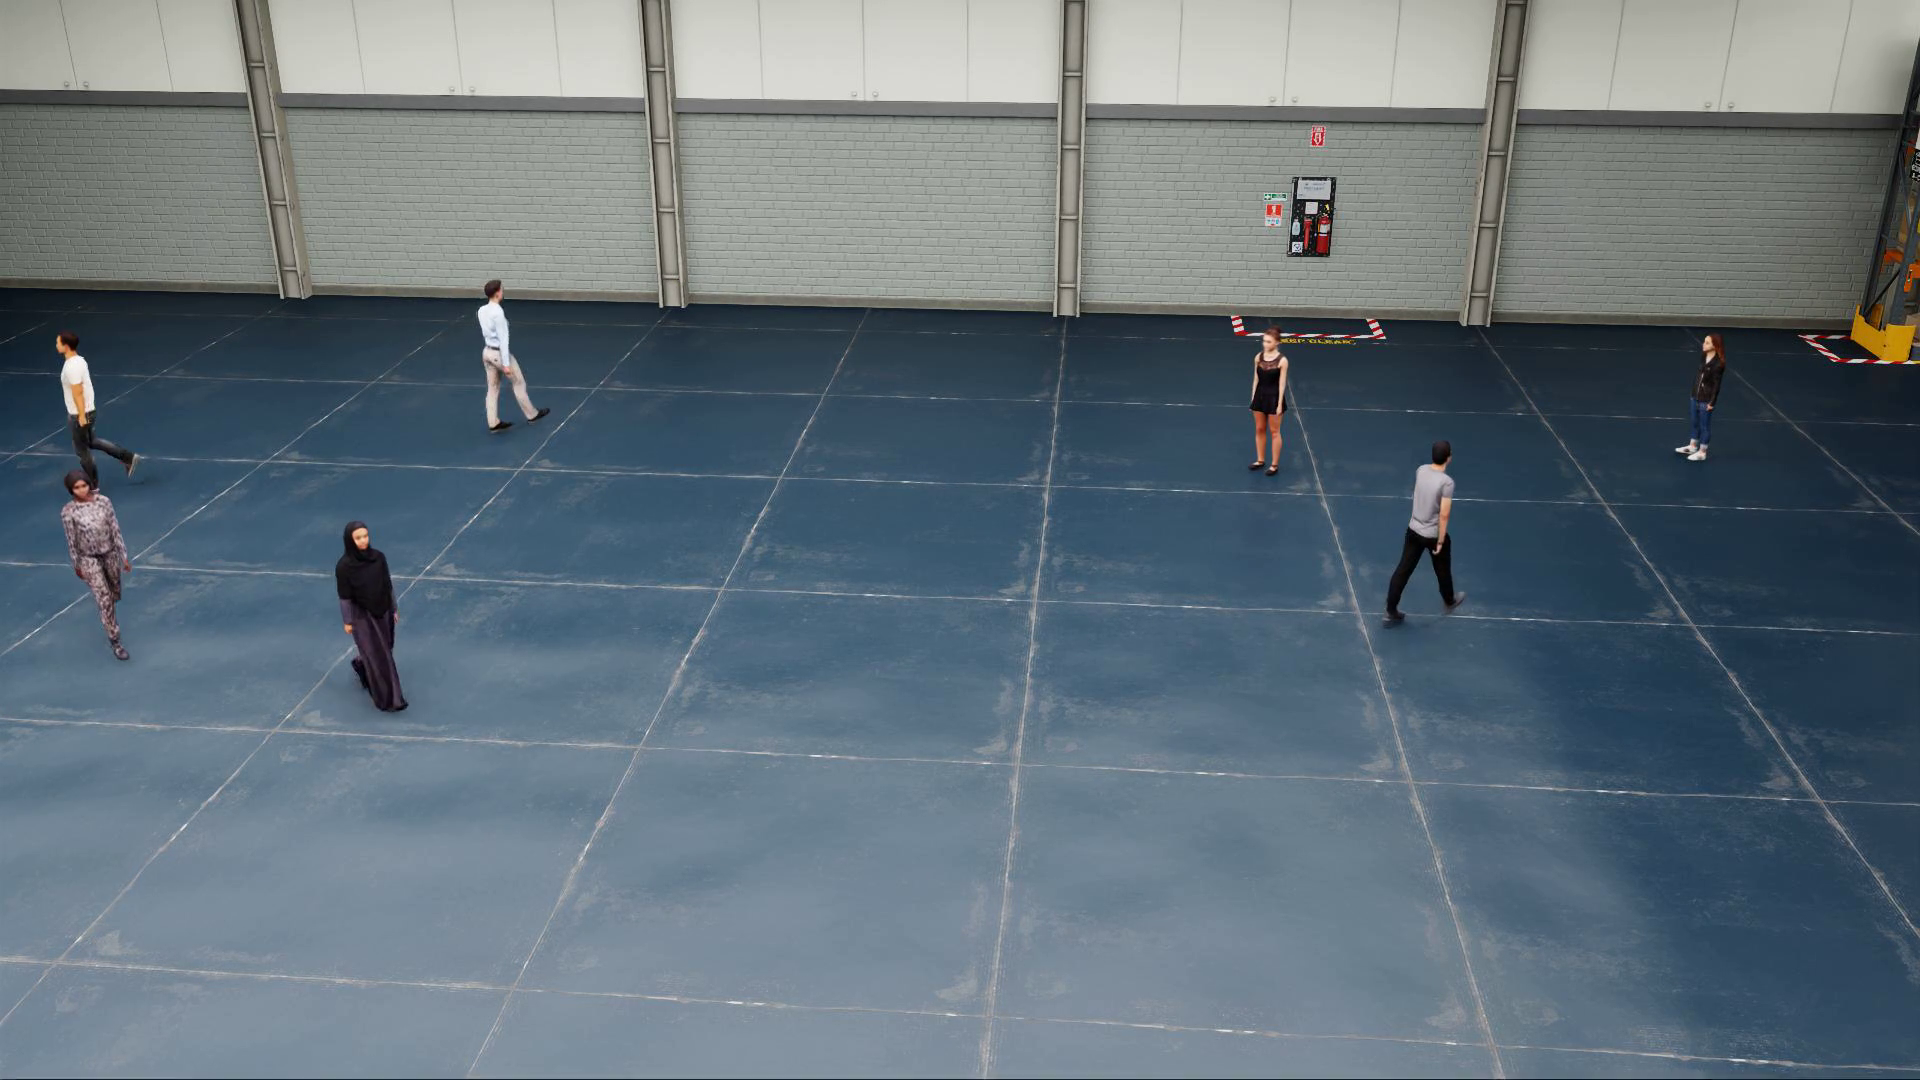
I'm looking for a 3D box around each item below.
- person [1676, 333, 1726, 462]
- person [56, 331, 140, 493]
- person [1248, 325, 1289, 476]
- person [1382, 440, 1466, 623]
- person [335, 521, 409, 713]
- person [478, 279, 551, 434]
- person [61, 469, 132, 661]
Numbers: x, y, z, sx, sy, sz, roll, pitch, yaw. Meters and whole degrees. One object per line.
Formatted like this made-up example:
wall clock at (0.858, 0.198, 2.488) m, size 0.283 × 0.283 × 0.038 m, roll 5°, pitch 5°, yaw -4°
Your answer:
person at (8.494, -1.642, 18.959) m, size 0.562 × 1.483 × 0.606 m, roll -3°, pitch 23°, yaw -7°
person at (-9.391, -1.389, 17.975) m, size 1.064 × 1.788 × 0.892 m, roll -9°, pitch 25°, yaw -20°
person at (3.451, -1.571, 18.538) m, size 0.674 × 1.681 × 0.750 m, roll 20°, pitch 30°, yaw 39°
person at (4.122, -0.035, 14.890) m, size 1.209 × 1.710 × 1.103 m, roll -16°, pitch 28°, yaw -33°
person at (-4.853, 0.584, 13.581) m, size 1.132 × 1.594 × 0.999 m, roll 19°, pitch 30°, yaw 38°
person at (-5.528, -2.133, 19.692) m, size 1.100 × 1.812 × 1.080 m, roll 18°, pitch 29°, yaw 35°
person at (-7.484, 0.170, 14.435) m, size 1.023 × 1.689 × 1.114 m, roll -20°, pitch 30°, yaw -39°
